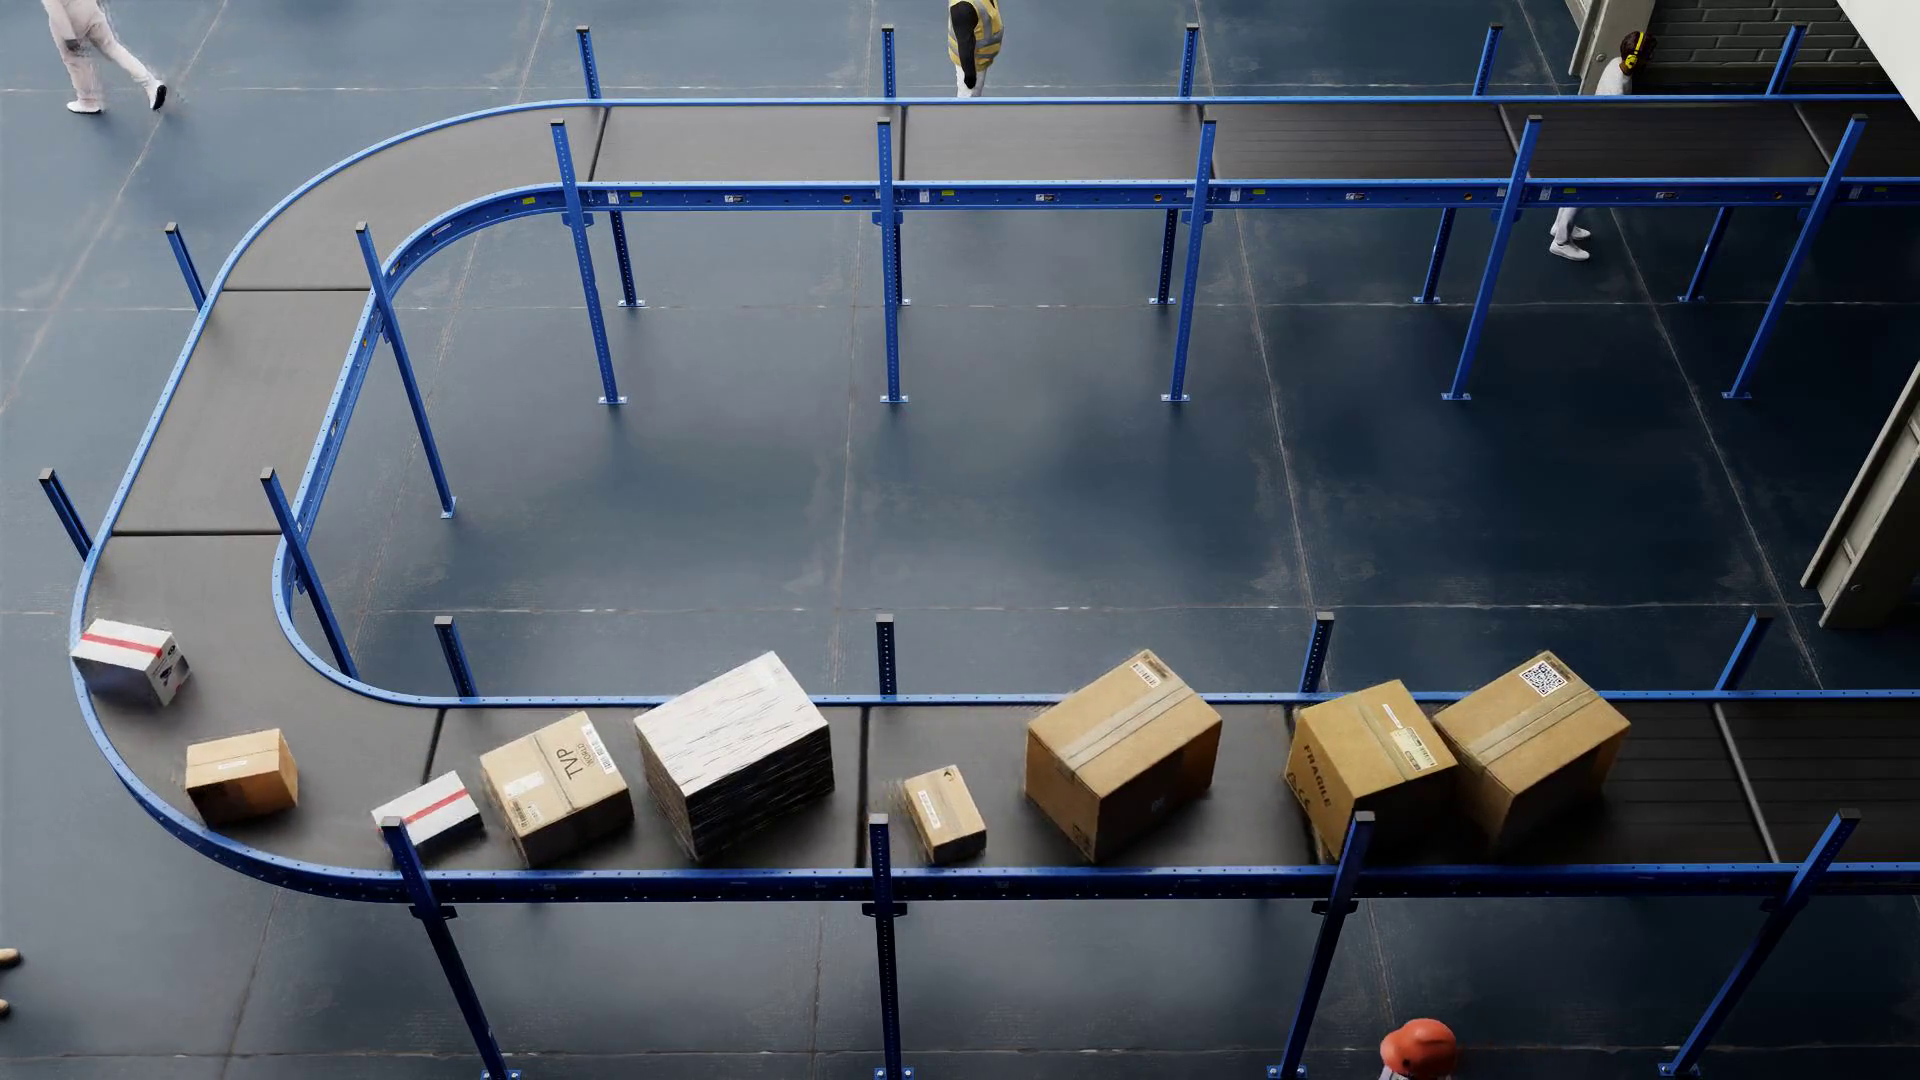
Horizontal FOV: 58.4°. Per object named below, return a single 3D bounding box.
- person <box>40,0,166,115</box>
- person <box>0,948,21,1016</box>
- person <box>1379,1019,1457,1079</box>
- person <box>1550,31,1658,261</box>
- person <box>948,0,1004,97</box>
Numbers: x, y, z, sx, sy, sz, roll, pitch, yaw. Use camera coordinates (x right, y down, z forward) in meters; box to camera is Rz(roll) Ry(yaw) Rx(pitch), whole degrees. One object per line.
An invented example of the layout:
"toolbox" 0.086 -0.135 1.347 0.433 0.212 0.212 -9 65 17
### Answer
"person" -7.172 -4.307 14.016 0.862 1.881 0.647 12 48 11
"person" -5.133 1.769 8.463 0.318 1.699 0.533 -7 47 -6
"person" 1.829 2.612 7.530 0.873 1.907 0.565 1 47 1
"person" 4.758 -2.935 12.747 0.313 1.865 0.514 11 48 10
"person" 0.126 -3.841 13.603 0.429 1.846 0.626 7 47 6
